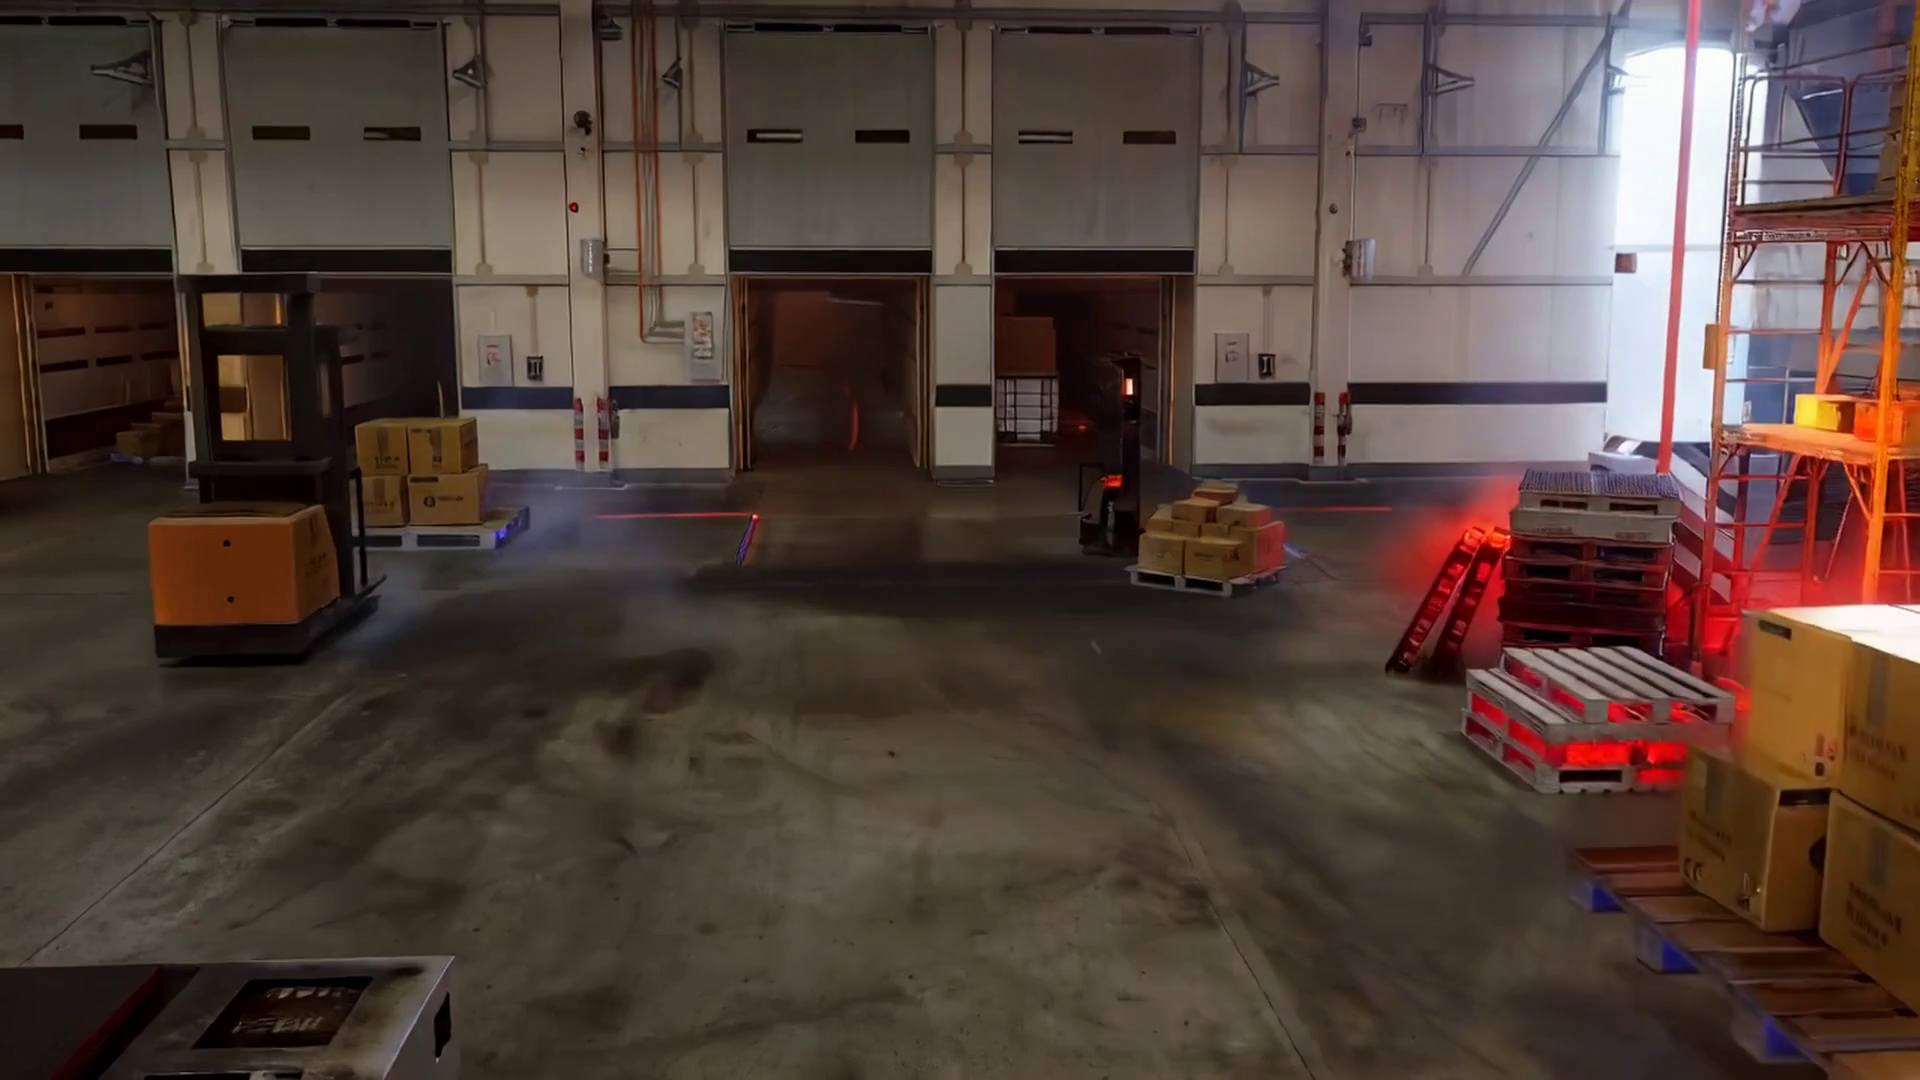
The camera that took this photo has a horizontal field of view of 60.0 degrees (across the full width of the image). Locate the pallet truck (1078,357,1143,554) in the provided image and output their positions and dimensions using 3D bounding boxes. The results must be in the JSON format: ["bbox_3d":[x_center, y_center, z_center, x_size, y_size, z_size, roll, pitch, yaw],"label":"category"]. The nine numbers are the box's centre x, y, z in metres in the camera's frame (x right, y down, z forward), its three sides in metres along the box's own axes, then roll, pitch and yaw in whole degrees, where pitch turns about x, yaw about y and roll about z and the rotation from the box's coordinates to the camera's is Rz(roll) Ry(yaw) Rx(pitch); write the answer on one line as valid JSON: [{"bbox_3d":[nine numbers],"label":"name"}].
[{"bbox_3d":[2.088,-0.836,16.757,1.885,1.965,0.823,2,9,13],"label":"pallet truck"}]

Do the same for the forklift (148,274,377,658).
[{"bbox_3d":[-5.348,-0.627,12.681,1.129,2.768,1.873,-1,9,-4],"label":"forklift"}]
